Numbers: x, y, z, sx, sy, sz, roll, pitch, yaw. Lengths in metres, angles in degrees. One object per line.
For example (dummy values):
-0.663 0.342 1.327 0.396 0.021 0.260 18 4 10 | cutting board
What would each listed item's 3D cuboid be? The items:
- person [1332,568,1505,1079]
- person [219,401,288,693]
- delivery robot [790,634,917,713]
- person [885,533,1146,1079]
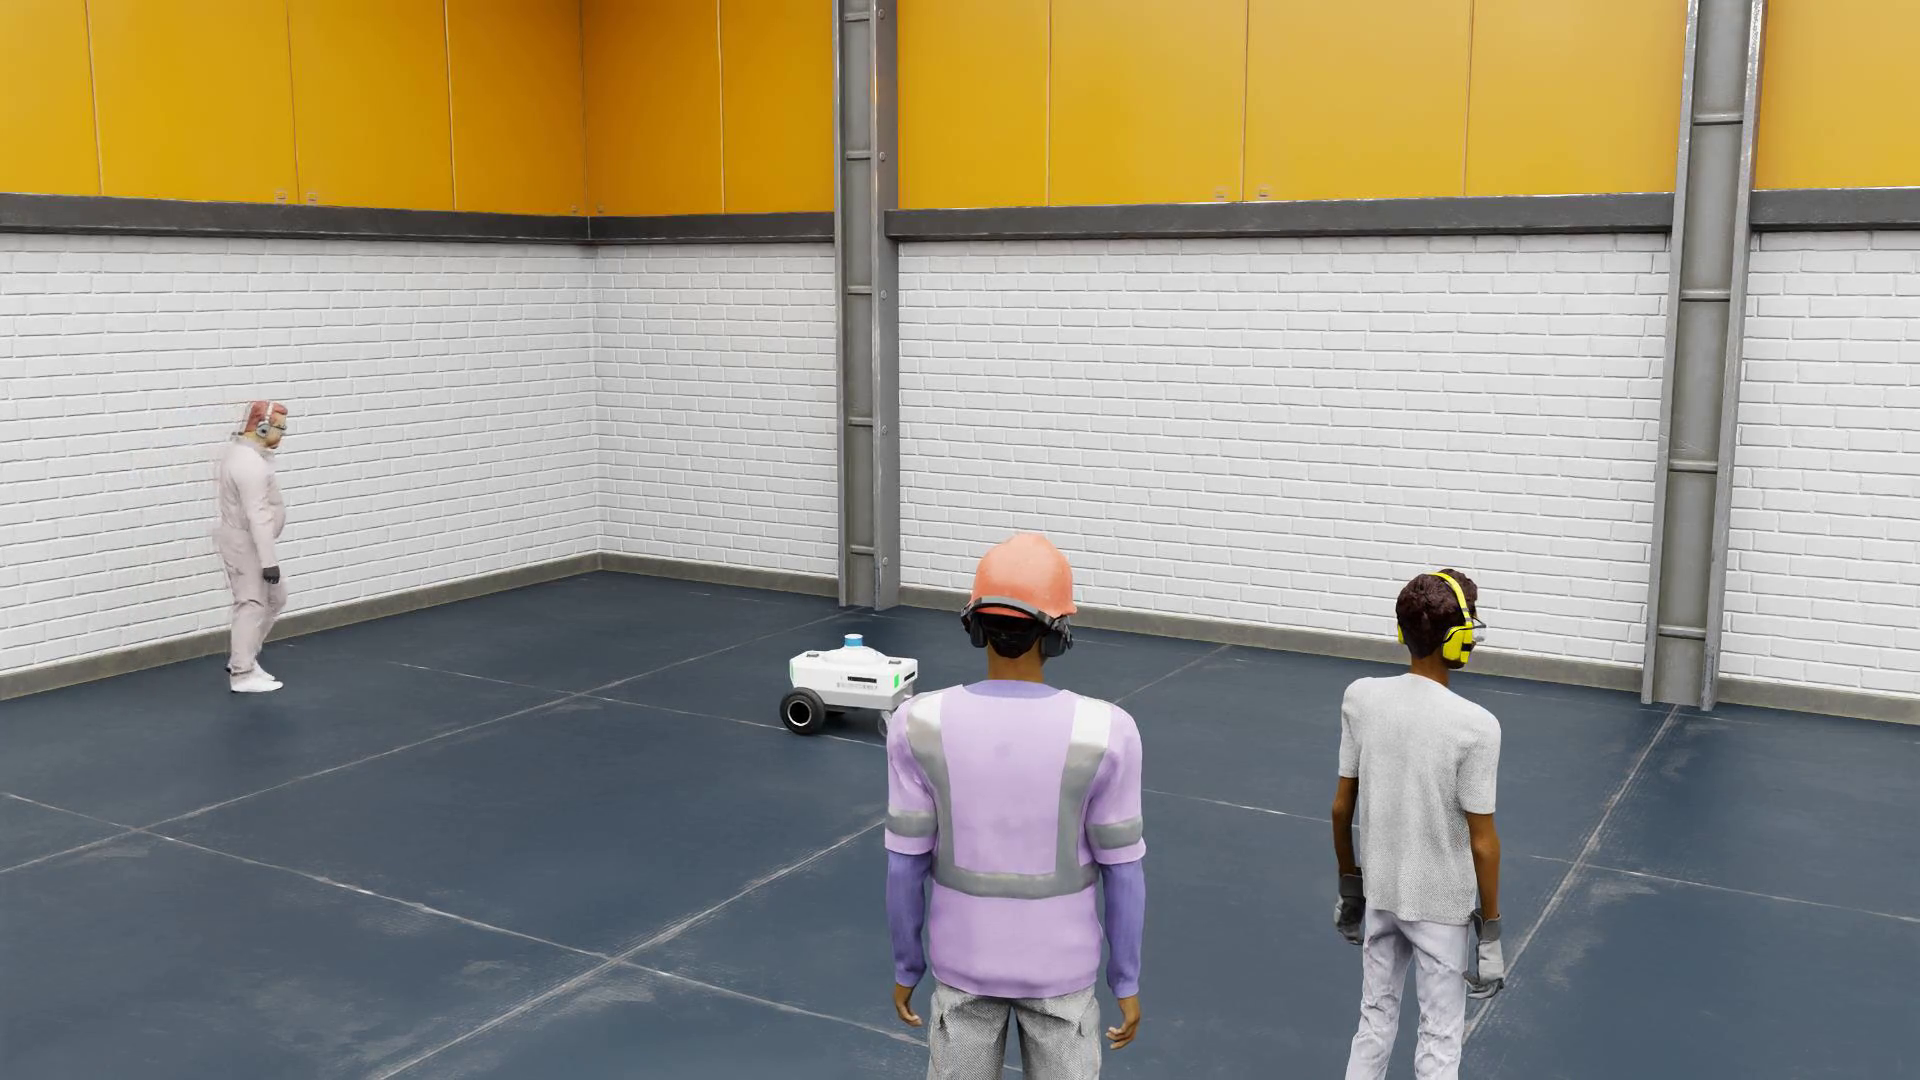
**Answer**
1.246 1.001 4.509 0.311 1.869 0.532 -7 12 -39 | person
-4.410 0.058 10.421 0.485 1.863 0.704 -4 10 -24 | person
-0.613 0.790 9.624 0.707 0.478 0.477 3 10 19 | delivery robot
0.135 0.996 3.997 0.615 2.040 0.391 2 9 10 | person
